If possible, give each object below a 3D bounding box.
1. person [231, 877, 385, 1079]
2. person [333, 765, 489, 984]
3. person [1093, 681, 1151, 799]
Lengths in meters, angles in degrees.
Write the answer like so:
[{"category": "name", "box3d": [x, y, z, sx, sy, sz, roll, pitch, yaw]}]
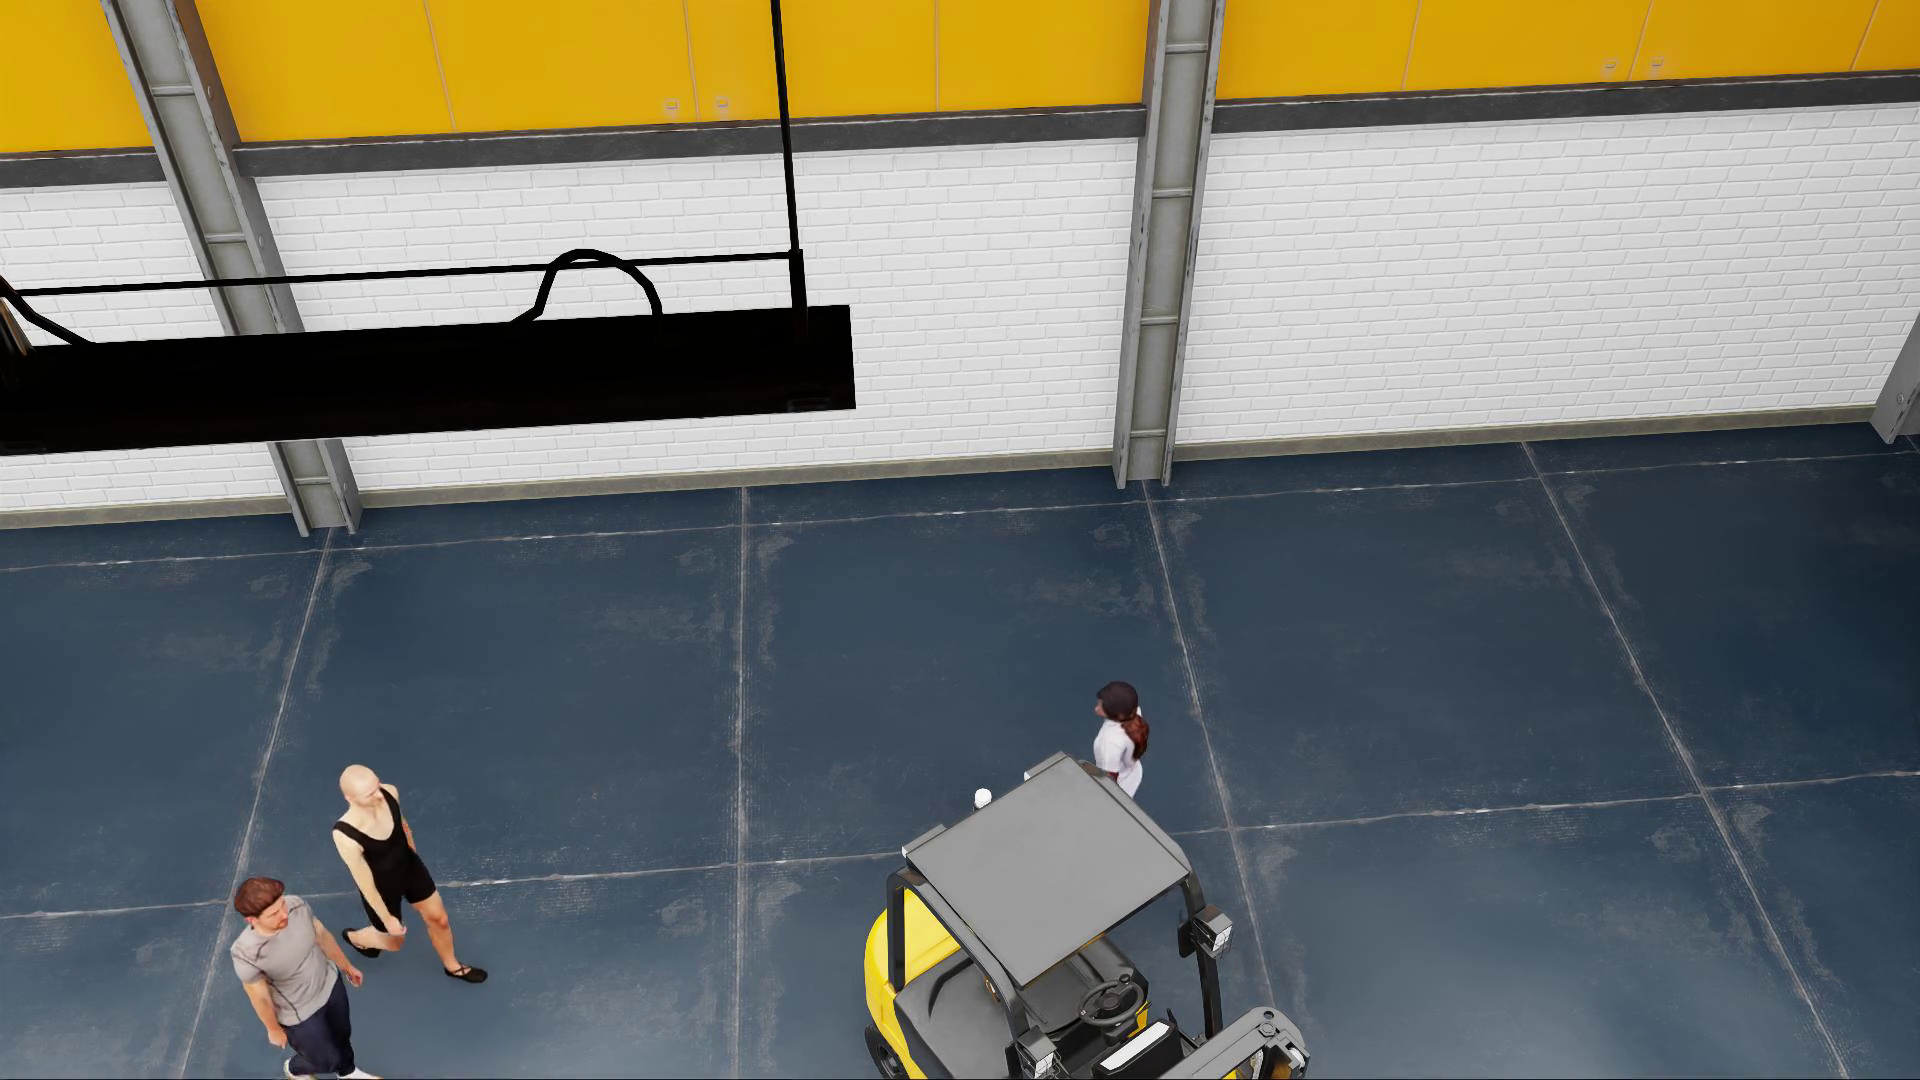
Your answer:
[{"category": "person", "box3d": [-3.347, 2.259, 8.332, 0.884, 1.878, 0.811, 13, 45, 14]}, {"category": "person", "box3d": [-3.104, 1.817, 8.859, 1.147, 1.790, 0.927, 14, 45, 14]}, {"category": "person", "box3d": [0.950, 1.397, 9.359, 0.766, 1.708, 0.740, 18, 46, 18]}]
